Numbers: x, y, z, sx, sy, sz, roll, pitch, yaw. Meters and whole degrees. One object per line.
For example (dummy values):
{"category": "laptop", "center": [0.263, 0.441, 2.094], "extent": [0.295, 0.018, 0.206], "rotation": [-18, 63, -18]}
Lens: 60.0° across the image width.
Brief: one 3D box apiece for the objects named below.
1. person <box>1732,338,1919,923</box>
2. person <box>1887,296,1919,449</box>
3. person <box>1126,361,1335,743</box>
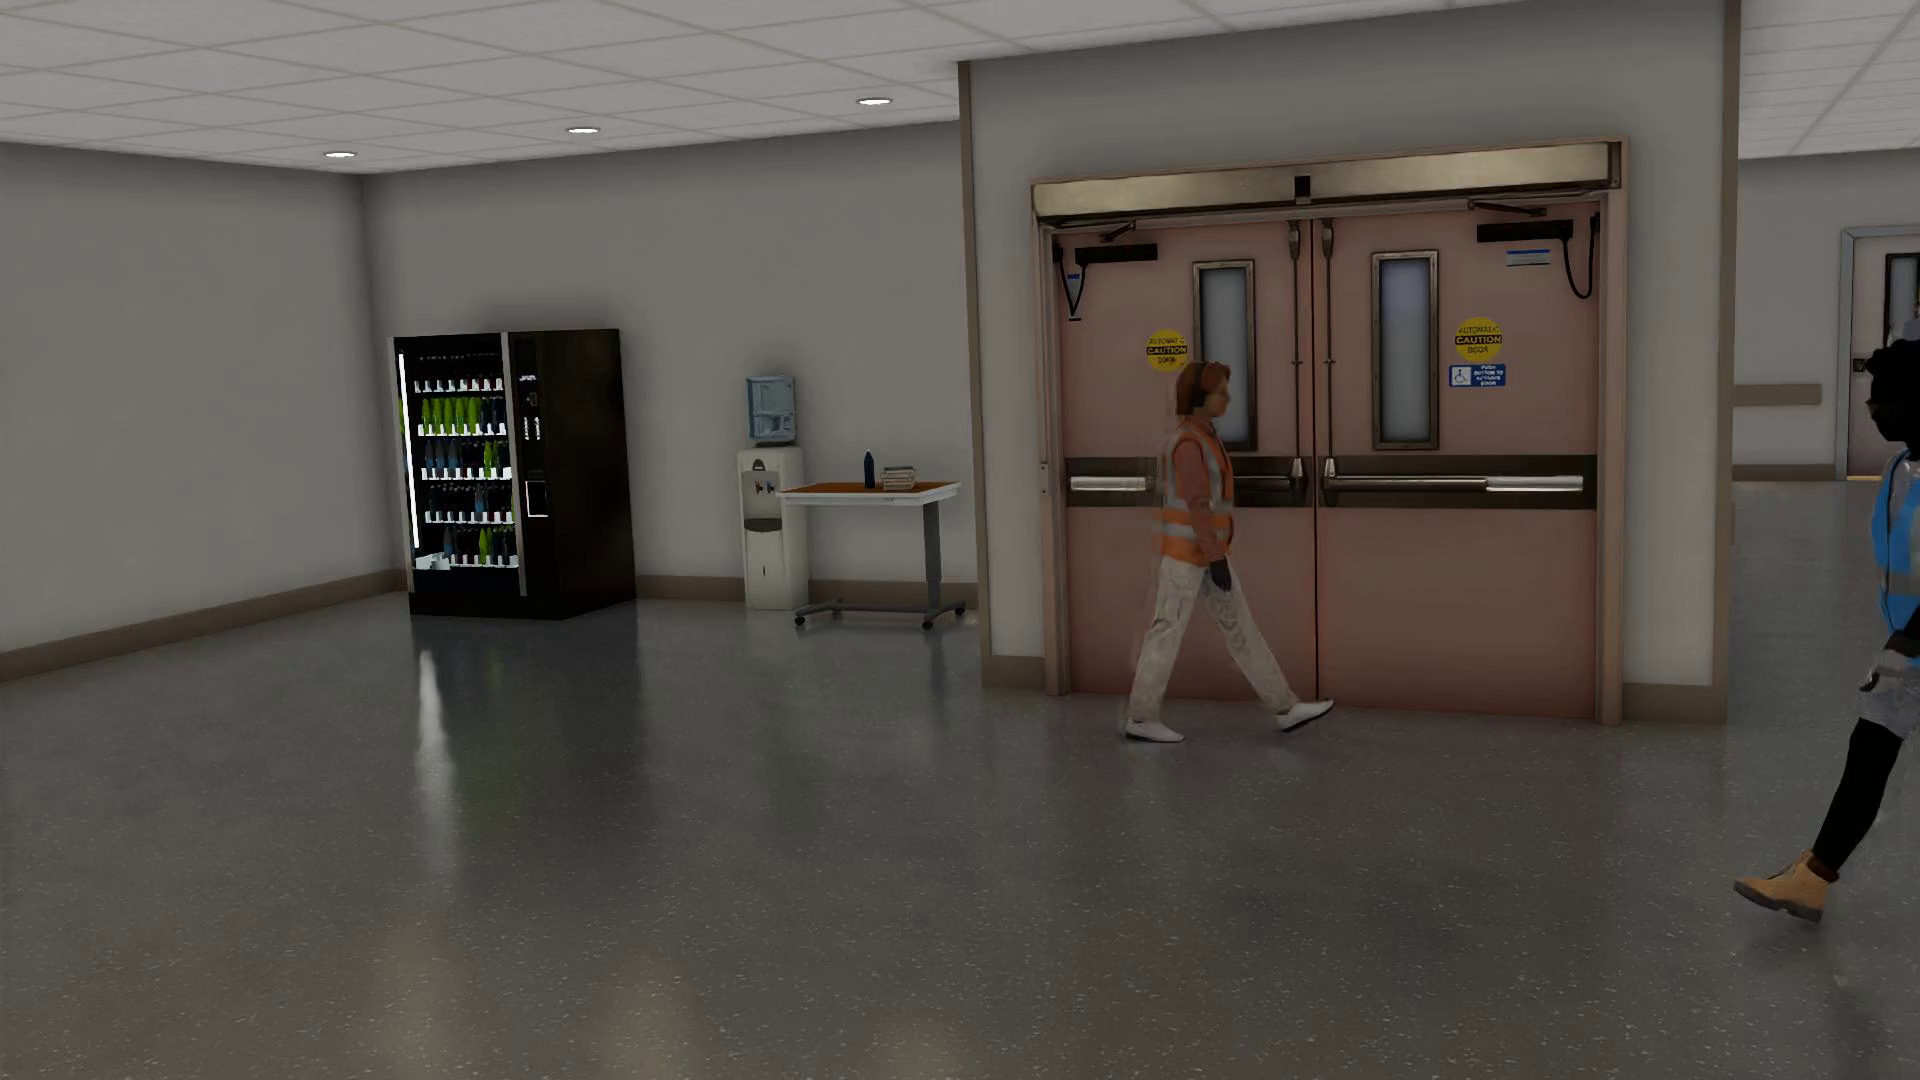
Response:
{"category": "person", "center": [2.591, 0.286, 4.469], "extent": [0.919, 1.636, 0.527], "rotation": [-2, 7, 2]}
{"category": "person", "center": [7.902, -1.176, 13.606], "extent": [0.674, 1.795, 0.663], "rotation": [-8, 9, -35]}
{"category": "person", "center": [1.067, 0.065, 6.862], "extent": [0.882, 1.588, 0.529], "rotation": [1, 8, 21]}
